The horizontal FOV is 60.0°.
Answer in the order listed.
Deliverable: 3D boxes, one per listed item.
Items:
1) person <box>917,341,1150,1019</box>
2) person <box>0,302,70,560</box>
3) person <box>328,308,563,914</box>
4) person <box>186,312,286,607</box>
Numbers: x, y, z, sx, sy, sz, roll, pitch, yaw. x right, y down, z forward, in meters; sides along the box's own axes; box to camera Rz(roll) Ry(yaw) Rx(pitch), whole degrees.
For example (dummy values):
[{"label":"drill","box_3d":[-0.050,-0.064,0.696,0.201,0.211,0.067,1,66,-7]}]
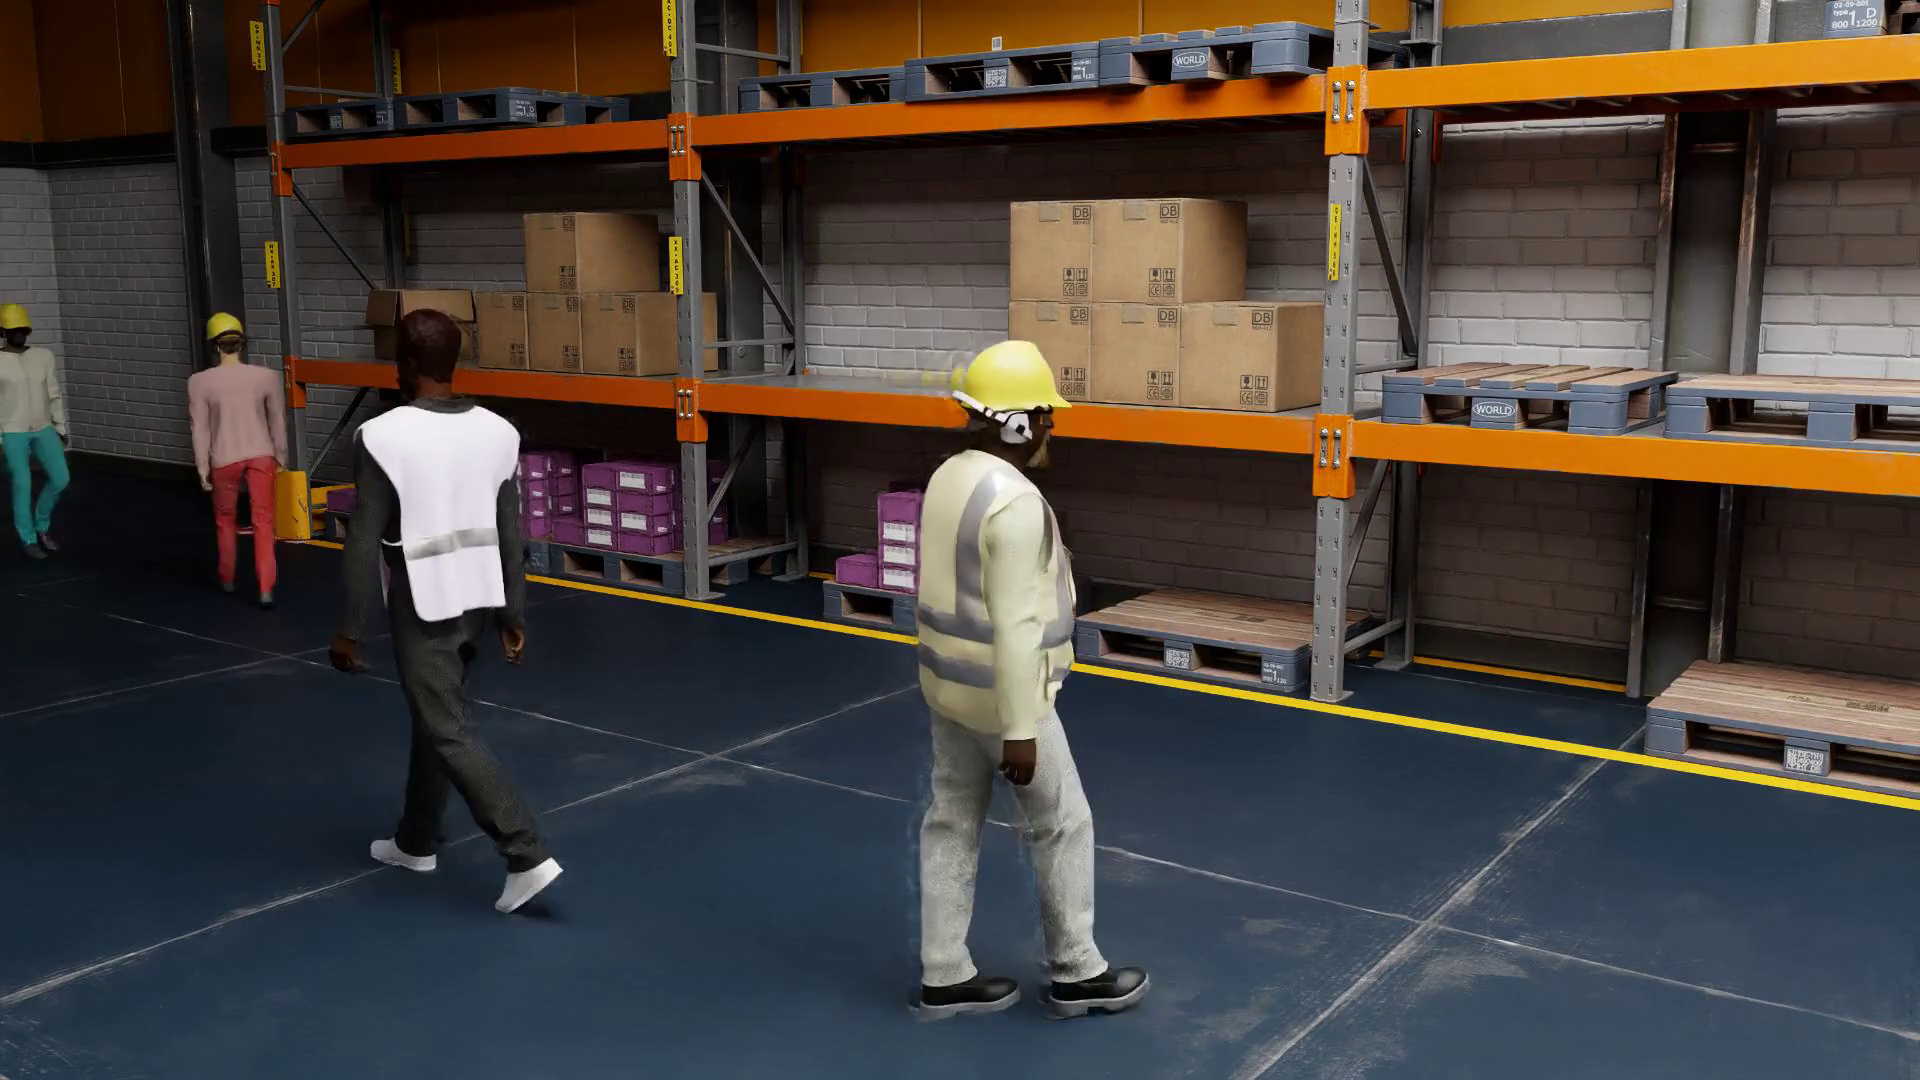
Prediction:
[{"label":"person","box_3d":[0.209,0.384,4.424,0.732,1.809,0.621,-4,10,-23]},{"label":"person","box_3d":[-6.294,-0.729,11.234,0.363,1.744,0.539,6,11,32]},{"label":"person","box_3d":[-1.602,0.215,5.241,0.946,1.884,0.599,6,11,30]},{"label":"person","box_3d":[-4.251,-0.475,9.822,0.537,1.720,0.901,-6,11,-31]}]
